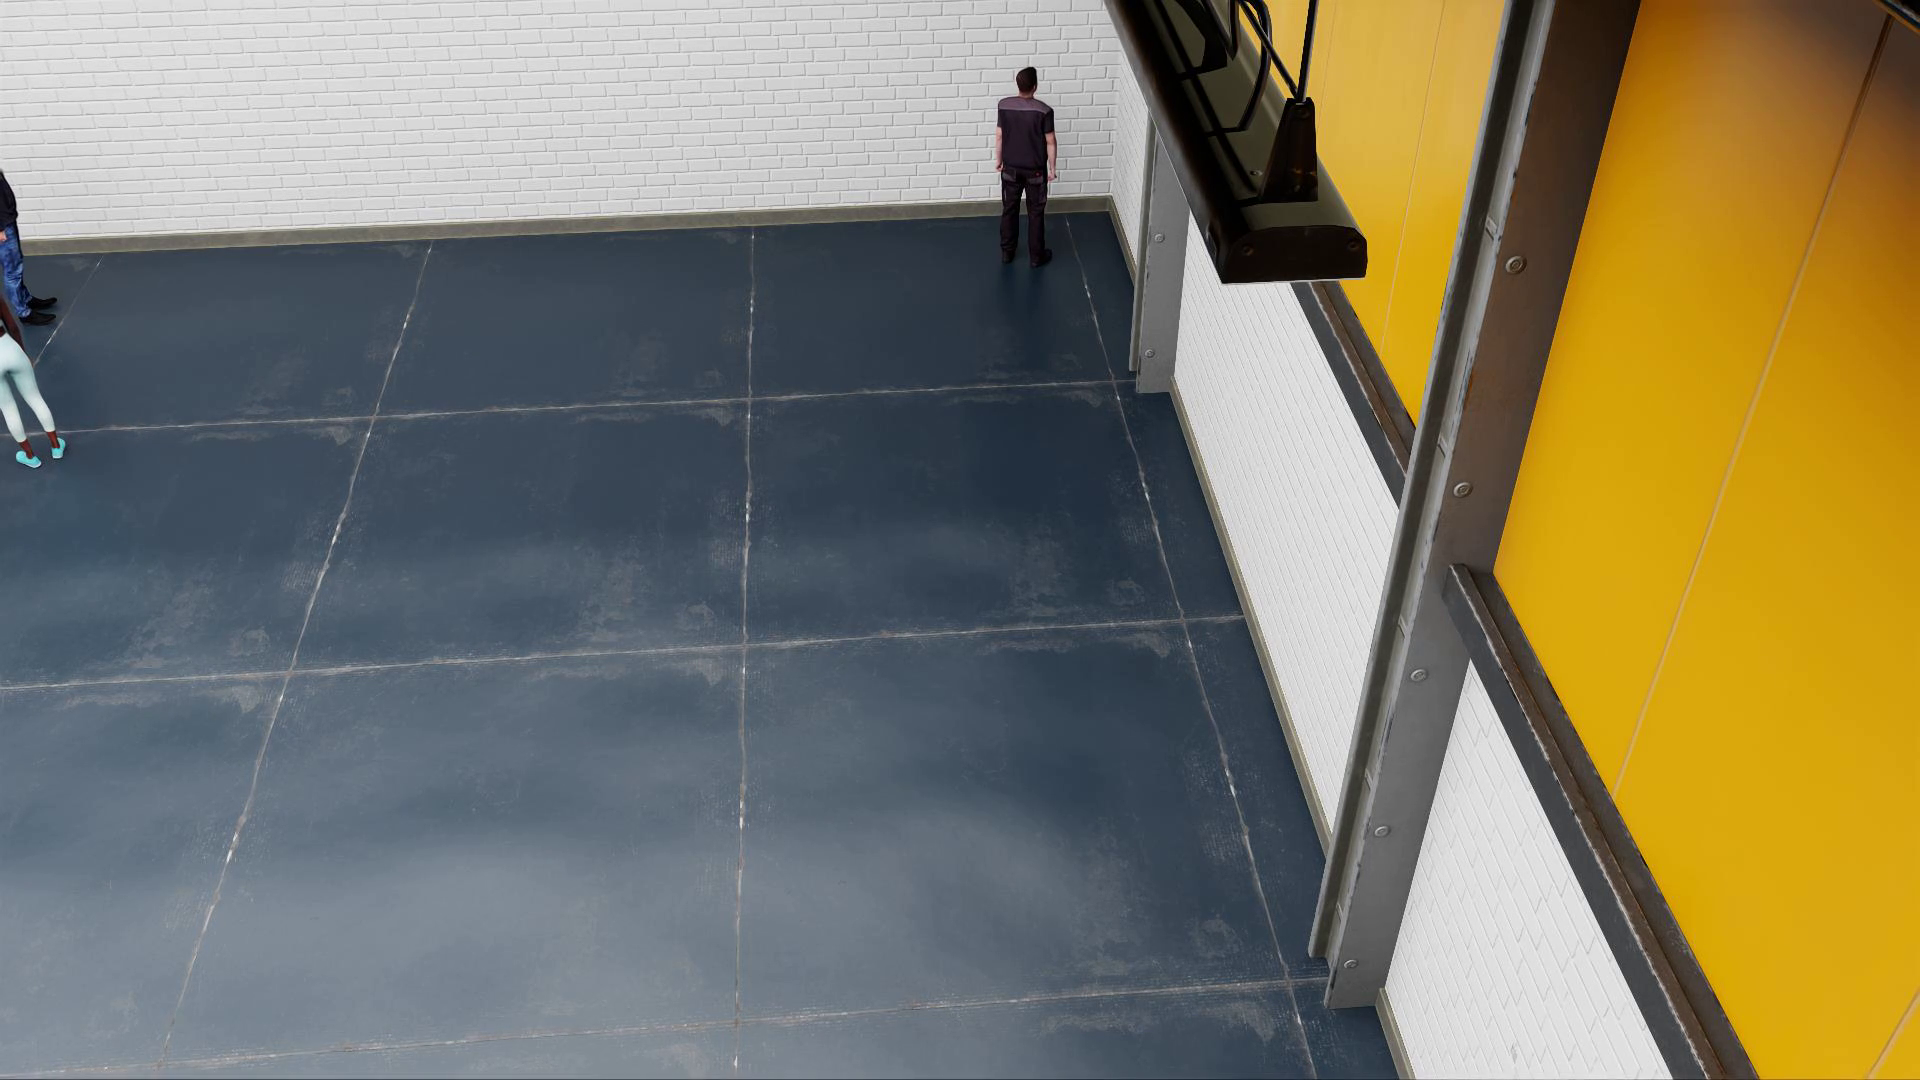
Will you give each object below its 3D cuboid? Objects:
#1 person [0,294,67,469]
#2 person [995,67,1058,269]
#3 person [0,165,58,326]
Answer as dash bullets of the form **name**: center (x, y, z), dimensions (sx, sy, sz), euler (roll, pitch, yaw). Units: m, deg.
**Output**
- **person**: center (-7.133, -1.314, 12.377), dimensions (0.655, 1.727, 0.699), euler (-30, 47, -32)
- **person**: center (0.575, -3.316, 14.789), dimensions (0.808, 1.845, 0.766), euler (13, 41, 16)
- **person**: center (-8.112, -2.712, 13.994), dimensions (0.804, 1.893, 0.618), euler (-14, 41, -17)
